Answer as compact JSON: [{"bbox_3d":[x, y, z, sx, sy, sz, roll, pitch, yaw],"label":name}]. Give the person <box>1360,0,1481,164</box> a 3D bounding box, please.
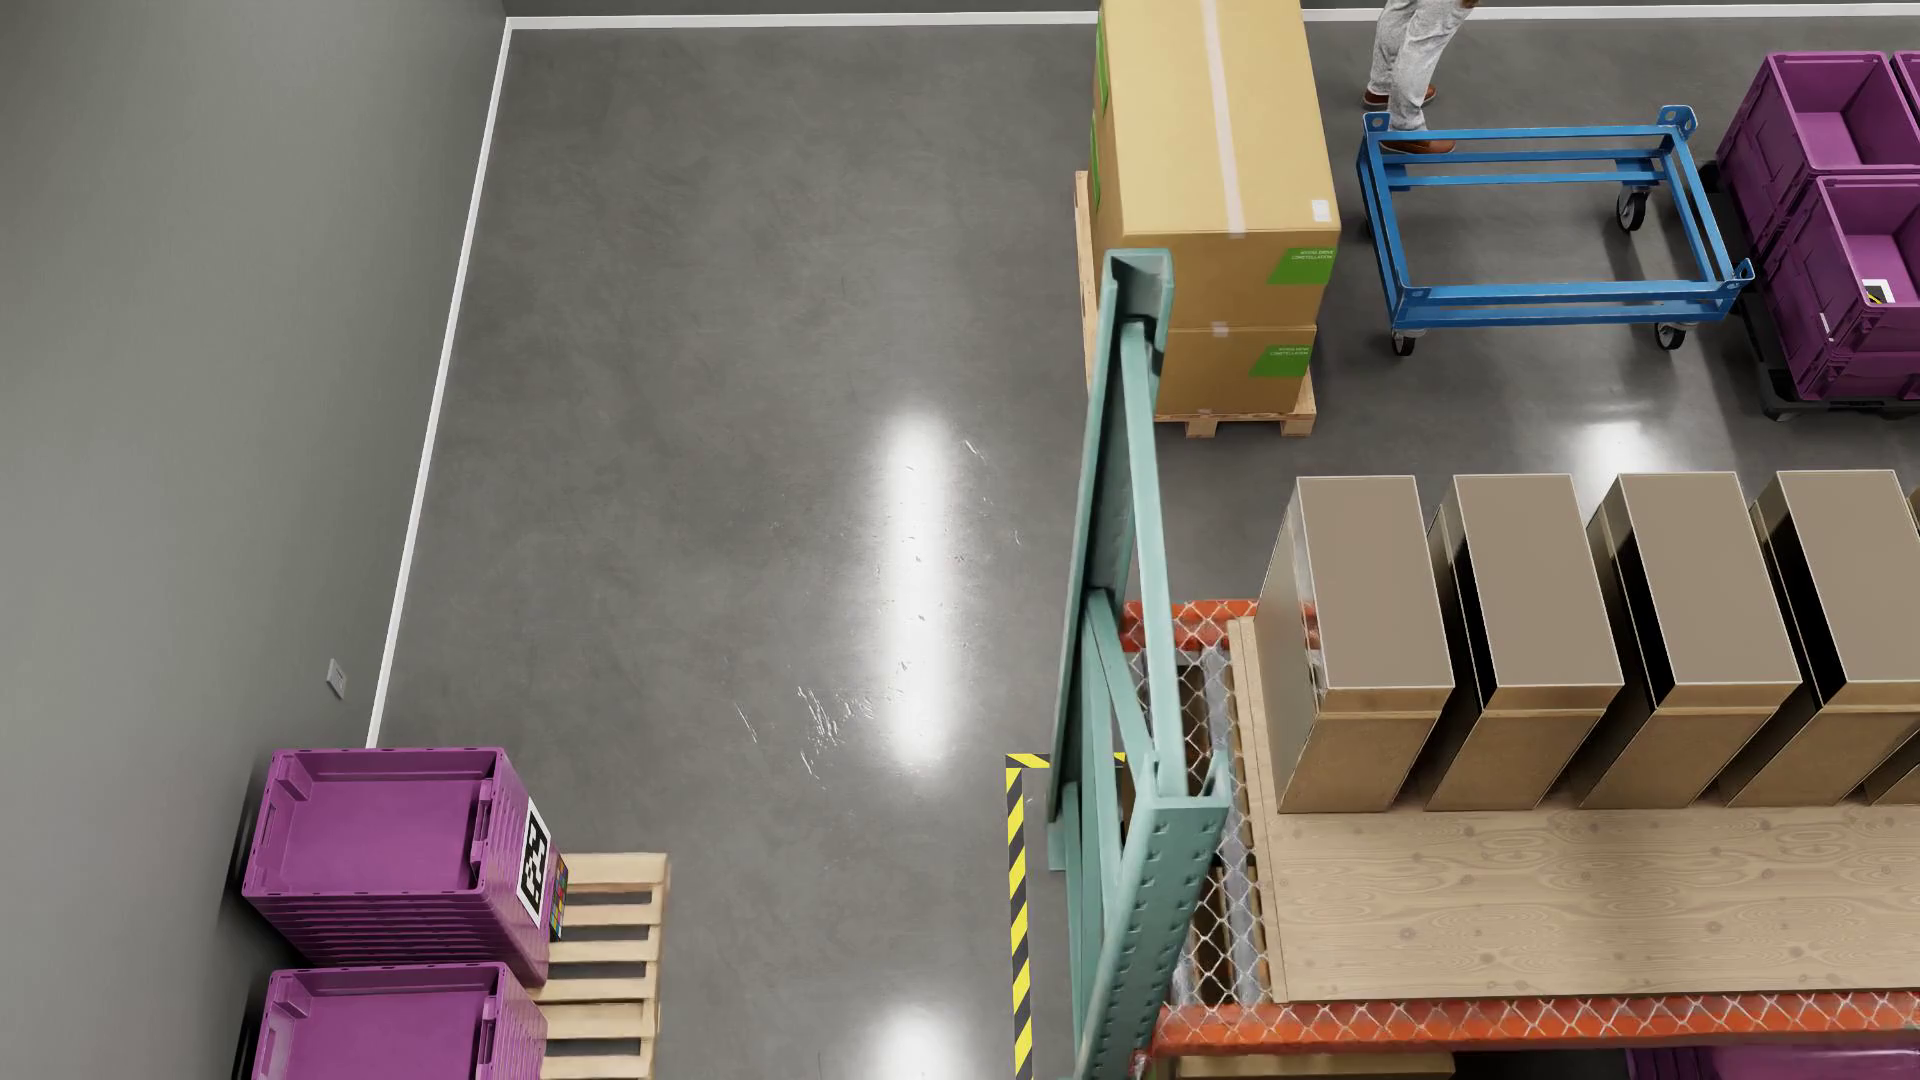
[{"bbox_3d":[1.821,-2.245,6.079,0.370,1.940,0.627,-2,58,-1],"label":"person"}]
